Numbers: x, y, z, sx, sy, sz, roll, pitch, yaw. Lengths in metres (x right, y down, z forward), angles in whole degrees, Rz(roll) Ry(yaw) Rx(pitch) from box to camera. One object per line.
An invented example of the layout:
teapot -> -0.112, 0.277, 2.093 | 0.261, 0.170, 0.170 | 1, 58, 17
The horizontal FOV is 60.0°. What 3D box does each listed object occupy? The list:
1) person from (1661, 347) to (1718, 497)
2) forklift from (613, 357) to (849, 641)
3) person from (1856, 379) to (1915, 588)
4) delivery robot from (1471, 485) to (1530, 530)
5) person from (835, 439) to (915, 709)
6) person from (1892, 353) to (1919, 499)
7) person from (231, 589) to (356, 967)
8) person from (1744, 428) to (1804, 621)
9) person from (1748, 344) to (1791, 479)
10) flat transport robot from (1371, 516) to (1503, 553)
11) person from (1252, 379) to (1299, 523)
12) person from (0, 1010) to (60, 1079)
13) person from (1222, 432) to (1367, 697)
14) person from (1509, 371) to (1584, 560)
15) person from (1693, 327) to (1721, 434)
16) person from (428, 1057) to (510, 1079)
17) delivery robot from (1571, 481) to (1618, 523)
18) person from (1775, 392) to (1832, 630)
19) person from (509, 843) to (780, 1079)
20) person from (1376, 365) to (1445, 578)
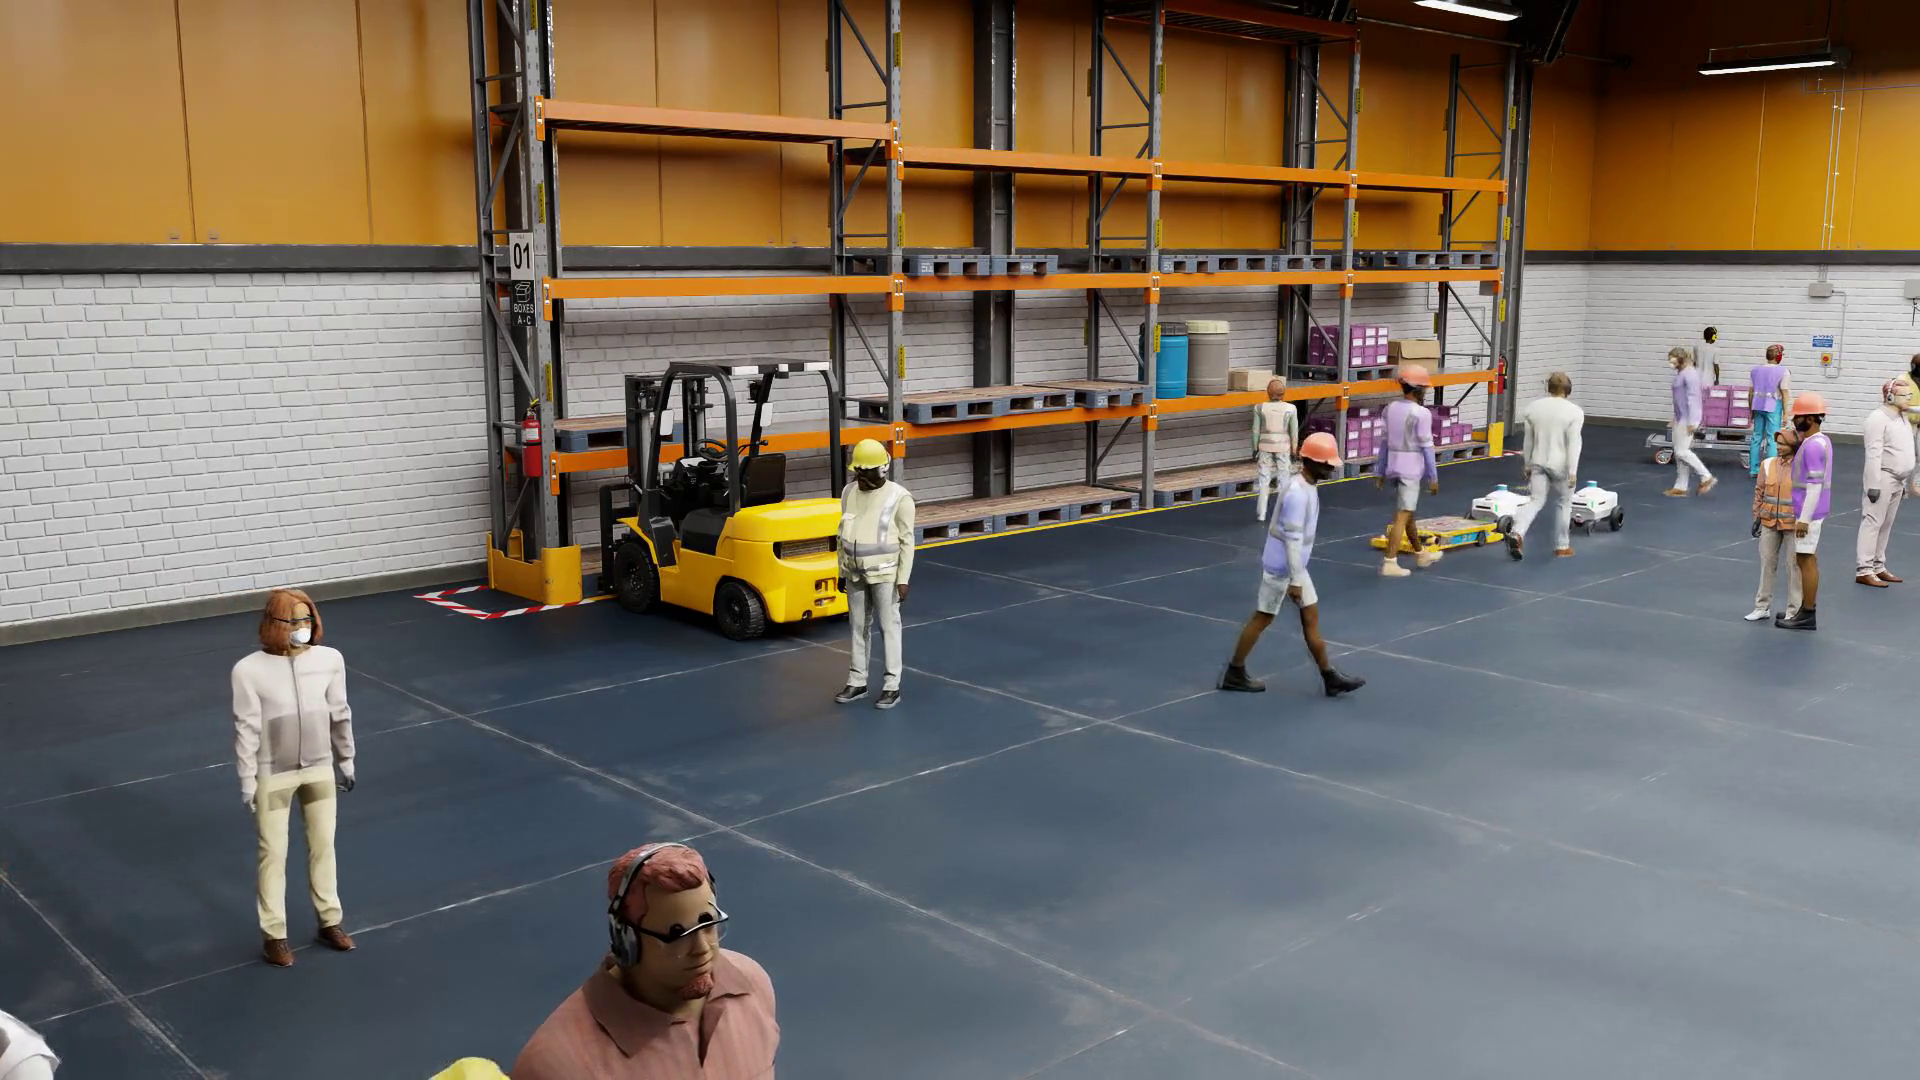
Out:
person -> 9.180, -1.476, 20.959 | 0.583, 1.897, 0.687 | 2, 10, 11
forklift -> -1.847, -0.414, 13.852 | 1.214, 2.155, 2.313 | -9, 13, -42
person -> 8.571, -0.528, 15.359 | 0.636, 1.911, 0.405 | -8, 13, -40
delivery robot -> 5.876, -0.358, 18.047 | 0.707, 0.478, 0.477 | -8, 13, -40
person -> -0.594, 0.224, 11.210 | 0.588, 1.822, 0.403 | 6, 11, 30
person -> 11.971, -1.433, 20.863 | 0.641, 1.841, 0.429 | 2, 10, 10
person -> -2.851, 1.011, 7.169 | 0.499, 1.634, 0.297 | -9, 13, -43
person -> 6.779, -0.107, 13.689 | 0.311, 1.636, 0.523 | -7, 12, -36
person -> 10.945, -1.726, 22.555 | 0.391, 1.846, 0.564 | -6, 11, -30
flat transport robot -> 5.014, -0.064, 17.427 | 1.431, 0.197, 0.652 | -8, 13, -39
person -> 3.585, -1.000, 18.948 | 0.531, 1.648, 0.314 | 3, 10, 15
person -> -2.027, 1.545, 3.319 | 0.588, 1.879, 0.376 | 3, 10, 18
person -> 2.297, 0.174, 11.407 | 1.021, 1.850, 0.586 | 4, 11, 24
person -> 5.854, -0.733, 16.585 | 0.901, 1.907, 0.637 | -8, 13, -40
person -> 12.513, -2.647, 27.922 | 0.330, 1.862, 0.502 | -7, 12, -35
person -> -0.778, 1.721, 2.560 | 0.466, 1.813, 0.668 | 6, 11, 30
delivery robot -> 6.956, -0.406, 18.326 | 0.477, 0.478, 0.707 | 9, 13, 42
person -> 6.875, -0.235, 13.563 | 0.378, 1.932, 0.551 | 5, 11, 29
person -> -0.564, 1.525, 3.343 | 0.409, 1.907, 0.651 | 7, 12, 37
person -> 4.354, -0.648, 15.780 | 0.915, 2.006, 0.645 | -4, 11, -23
